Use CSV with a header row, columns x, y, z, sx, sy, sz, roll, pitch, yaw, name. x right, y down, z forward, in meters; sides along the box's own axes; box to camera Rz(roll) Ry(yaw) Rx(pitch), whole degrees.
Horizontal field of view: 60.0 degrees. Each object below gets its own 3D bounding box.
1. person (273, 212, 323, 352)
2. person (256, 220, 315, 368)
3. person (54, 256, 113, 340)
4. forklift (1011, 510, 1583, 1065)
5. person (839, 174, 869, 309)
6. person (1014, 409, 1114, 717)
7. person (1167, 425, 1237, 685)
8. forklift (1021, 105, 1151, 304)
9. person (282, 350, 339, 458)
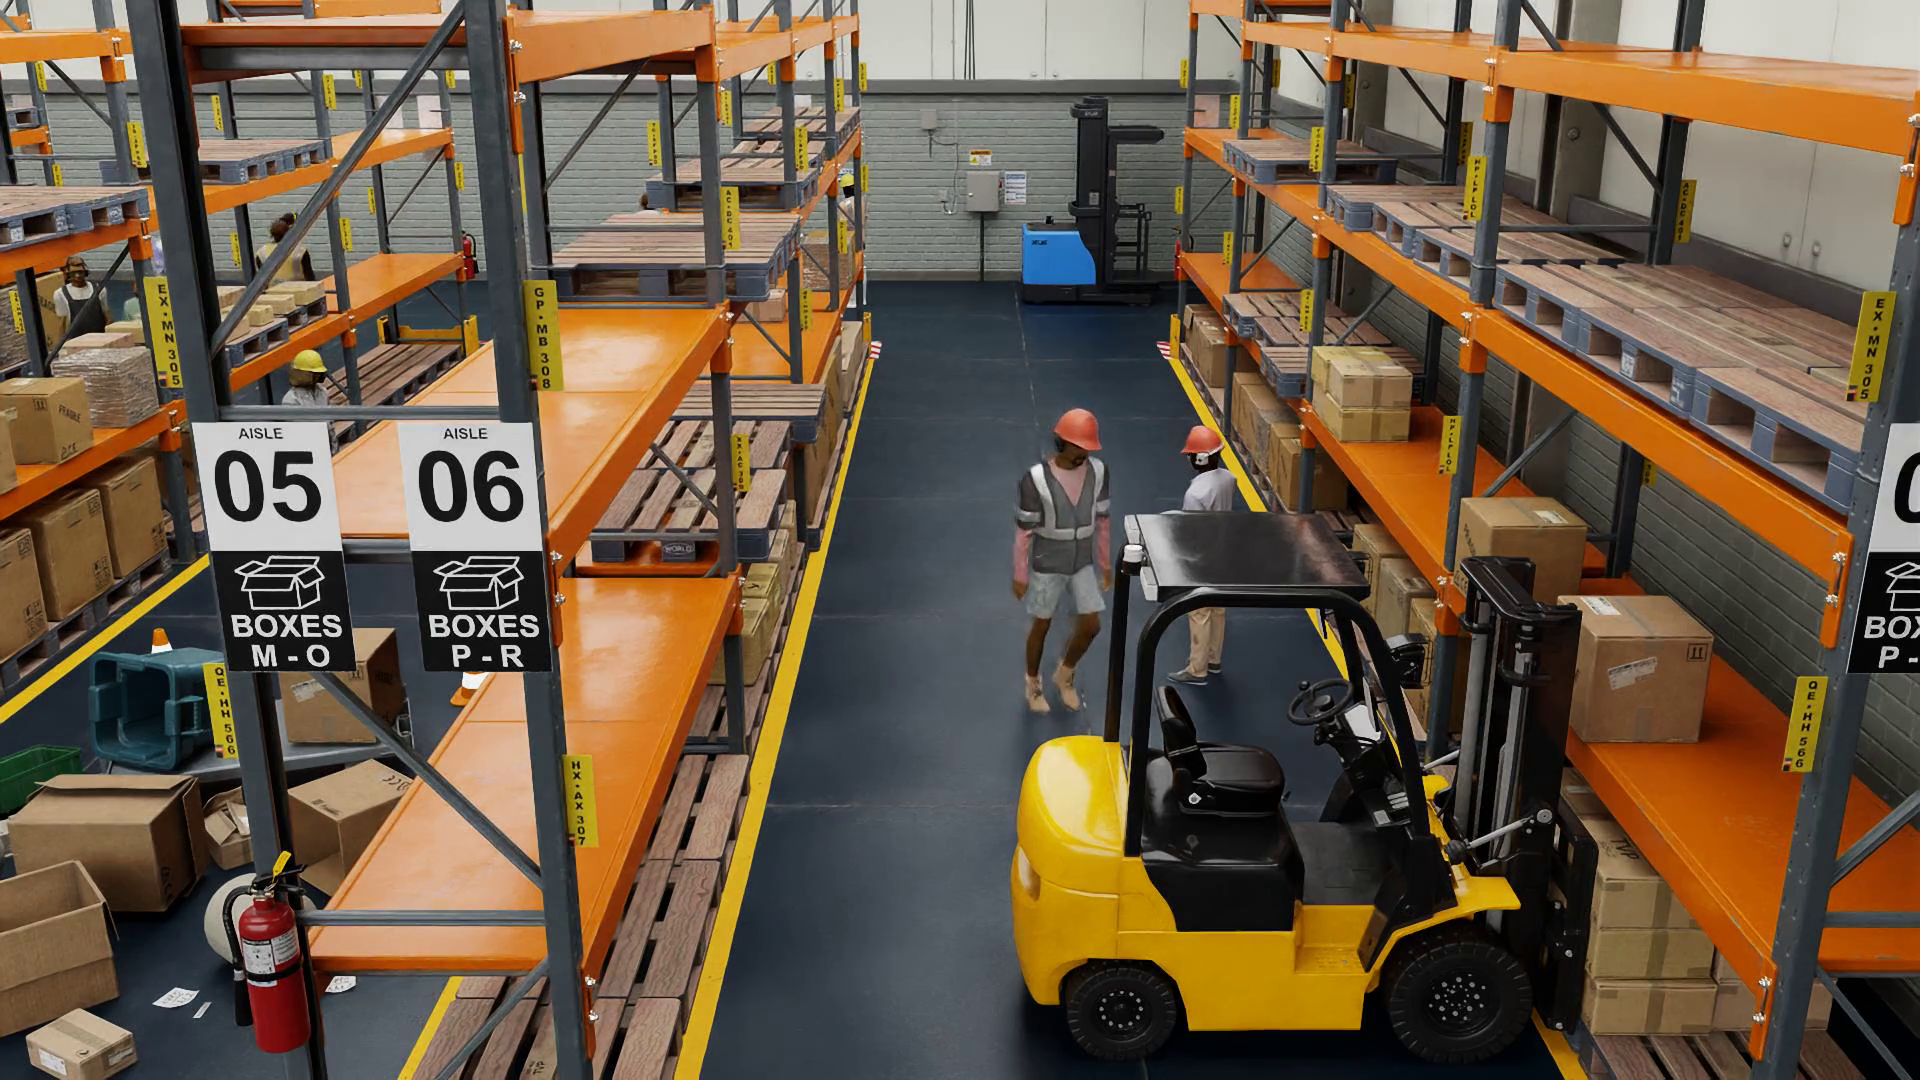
x,y,z,sx,sy,sz,roll,pitch,yaw,name
-8.380,-3.149,20.690,0.516,1.828,0.829,11,21,30,person
-8.091,-2.937,20.037,0.628,1.818,0.831,-1,18,-5,person
-9.052,-2.036,17.286,0.514,1.838,0.334,-14,23,-37,person
1.387,1.055,7.378,2.313,2.155,1.214,0,18,0,forklift
-1.561,-4.315,24.036,0.368,1.926,0.587,12,22,31,person
0.638,0.153,10.390,0.671,2.009,0.510,-7,20,-21,person
1.594,0.095,10.974,0.328,1.750,0.560,11,21,31,person
1.857,-4.944,24.441,1.873,2.768,1.129,0,18,0,forklift
-5.147,-0.667,13.316,0.322,1.734,0.488,7,19,20,person
